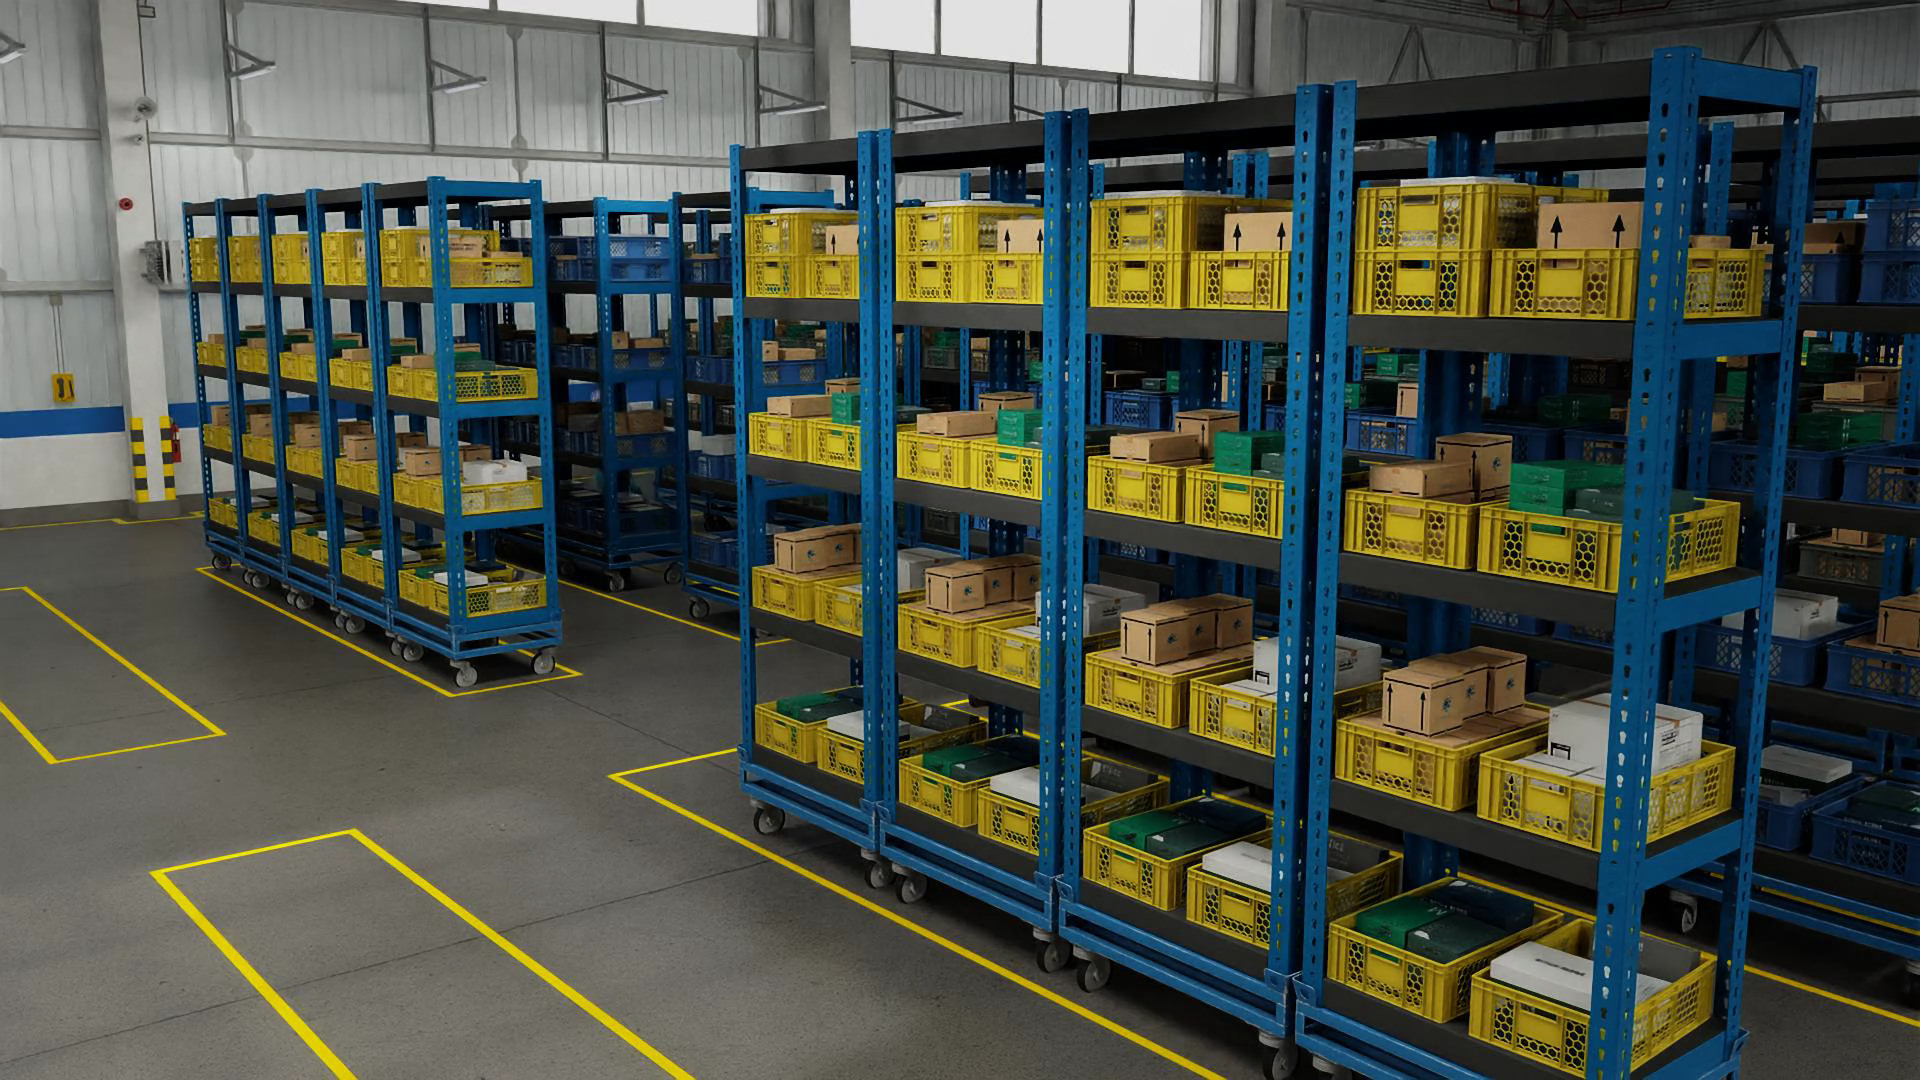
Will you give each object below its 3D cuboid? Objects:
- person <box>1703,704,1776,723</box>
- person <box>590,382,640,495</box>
[{"bbox_3d":[5.063,0.325,10.807,0.620,1.808,0.626,6,11,33],"label":"person"},{"bbox_3d":[-4.215,-1.203,19.977,0.579,1.833,0.606,9,13,43],"label":"person"}]
